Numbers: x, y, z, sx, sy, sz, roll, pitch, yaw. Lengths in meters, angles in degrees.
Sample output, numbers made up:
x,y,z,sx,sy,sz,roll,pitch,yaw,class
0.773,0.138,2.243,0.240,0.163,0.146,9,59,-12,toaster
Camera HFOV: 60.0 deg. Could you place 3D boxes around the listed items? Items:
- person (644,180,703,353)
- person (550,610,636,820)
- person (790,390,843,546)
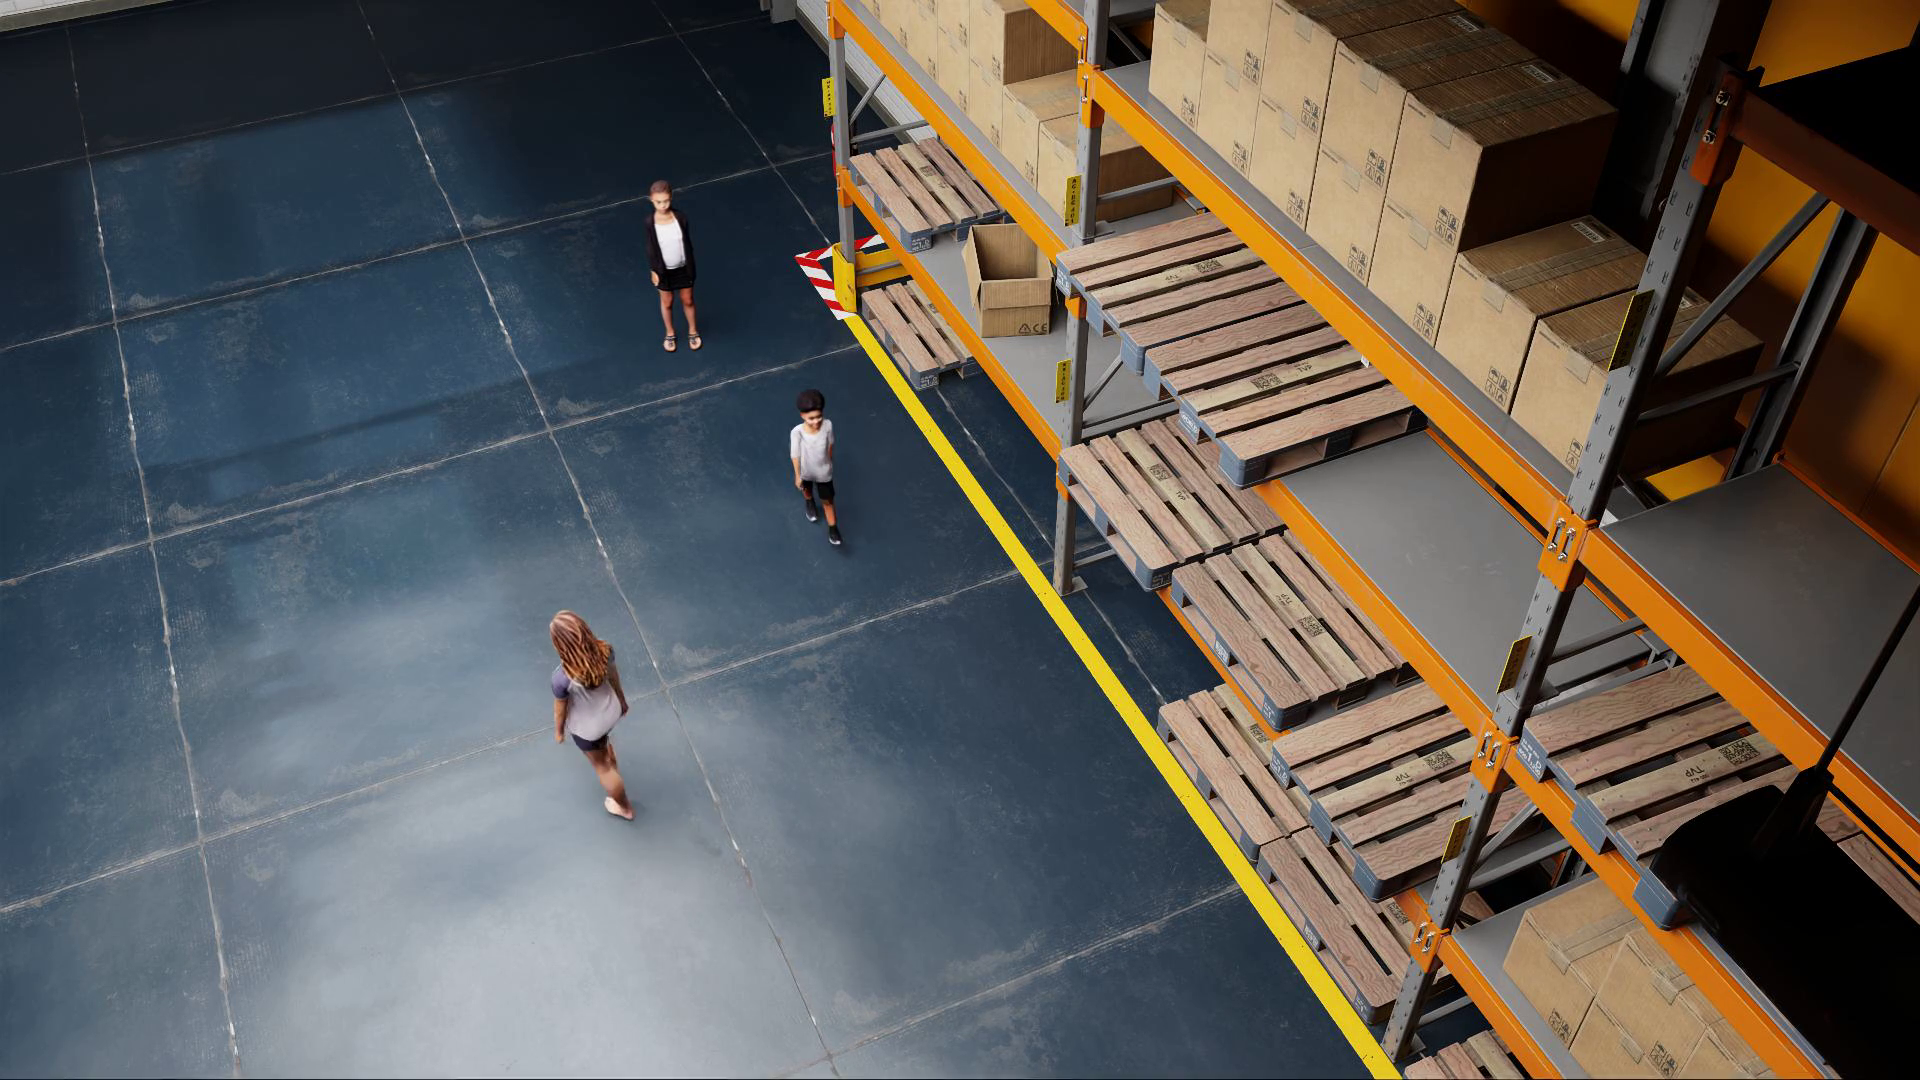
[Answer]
x,y,z,sx,sy,sz,roll,pitch,yaw,class
-2.331,-2.239,13.518,0.569,1.554,0.585,-10,45,-10,person
-2.110,1.101,9.895,0.767,1.716,0.725,26,49,25,person
-1.082,-0.597,12.035,0.578,1.222,0.890,-11,45,-11,person
